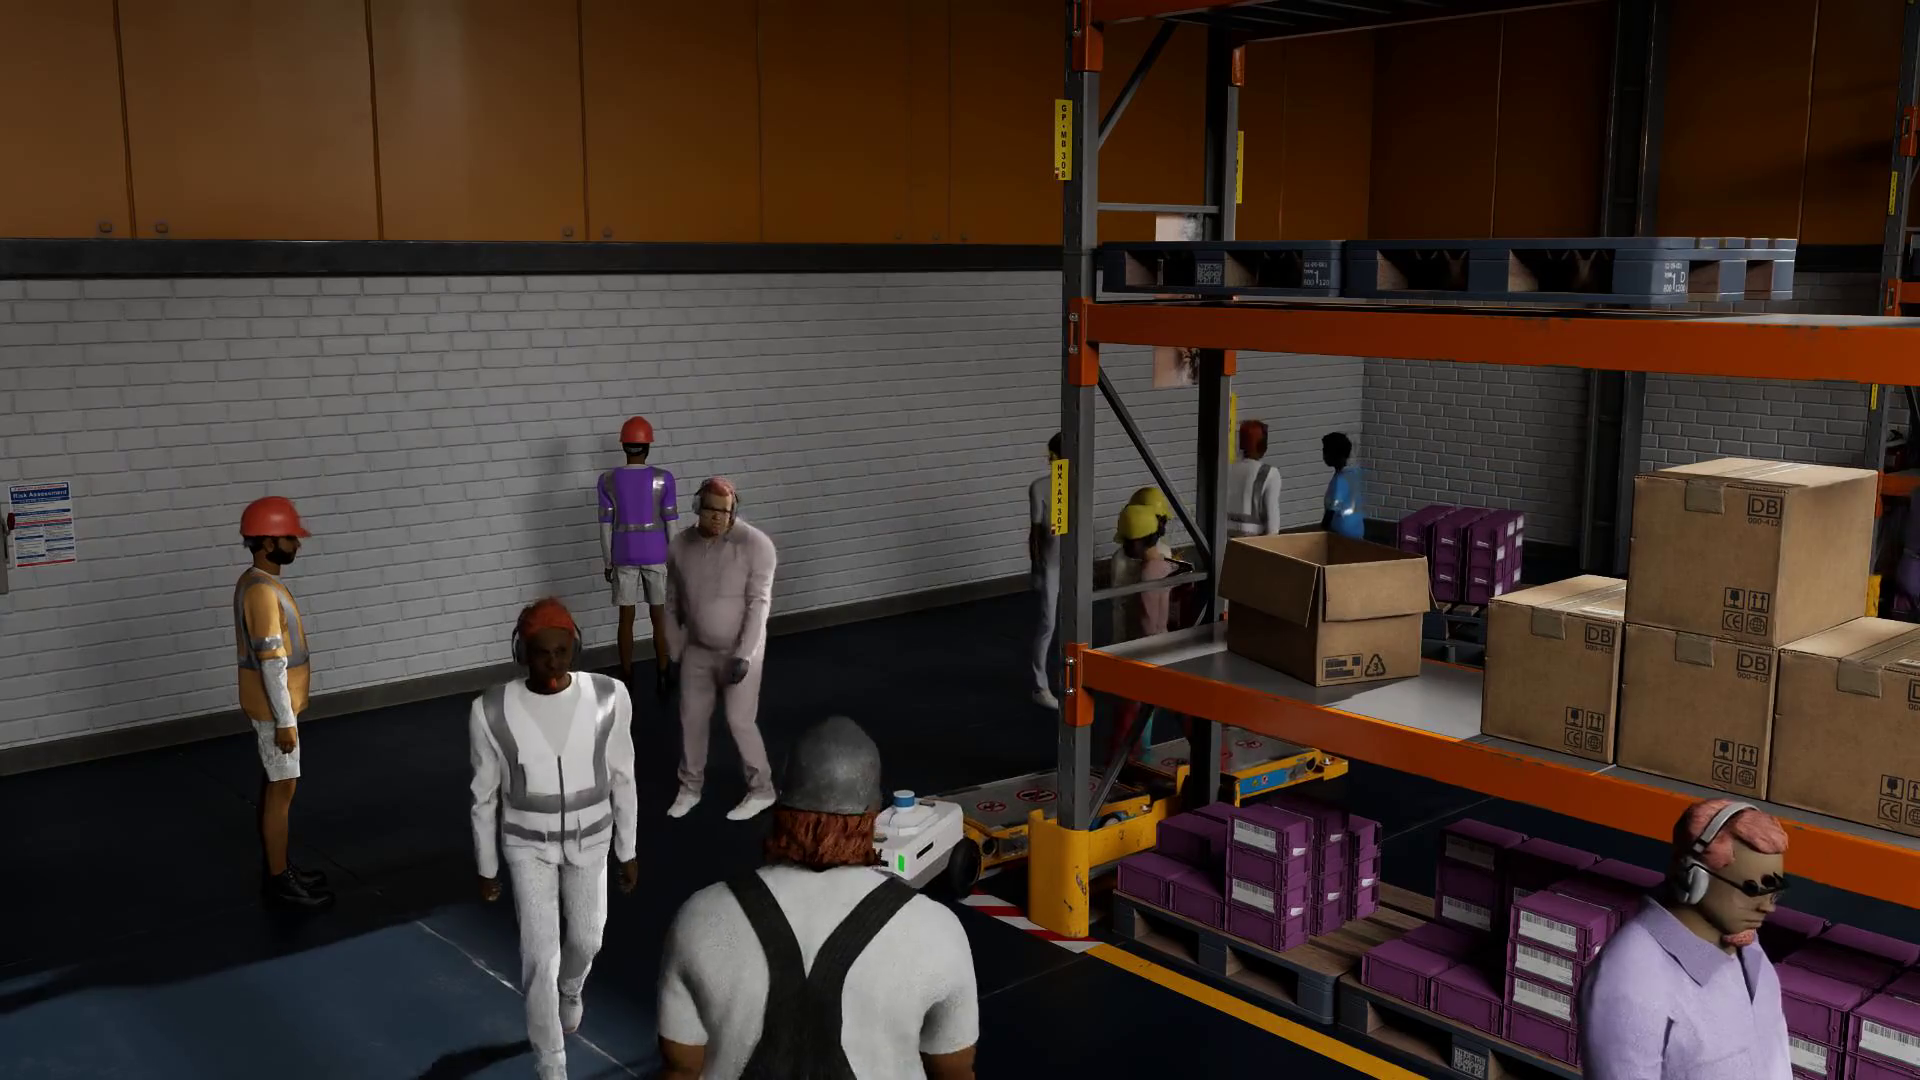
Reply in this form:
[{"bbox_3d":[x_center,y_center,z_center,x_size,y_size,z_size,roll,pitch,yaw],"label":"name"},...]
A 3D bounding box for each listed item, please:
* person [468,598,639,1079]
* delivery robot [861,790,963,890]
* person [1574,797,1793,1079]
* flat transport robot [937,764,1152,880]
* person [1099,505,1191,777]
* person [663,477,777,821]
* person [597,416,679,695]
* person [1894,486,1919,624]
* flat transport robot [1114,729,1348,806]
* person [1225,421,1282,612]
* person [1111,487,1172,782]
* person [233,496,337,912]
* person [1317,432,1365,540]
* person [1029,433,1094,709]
[{"bbox_3d":[-1.484,1.090,6.065,0.580,1.859,0.849,-4,10,-21],"label":"person"},{"bbox_3d":[-0.261,1.406,7.719,0.477,0.478,0.707,4,11,24],"label":"delivery robot"},{"bbox_3d":[1.584,1.480,3.631,0.637,1.901,0.403,-9,13,-44],"label":"person"},{"bbox_3d":[0.340,1.436,8.648,1.431,0.197,0.652,-7,12,-34],"label":"flat transport robot"},{"bbox_3d":[1.058,0.638,9.154,0.921,1.701,0.587,4,11,24],"label":"person"},{"bbox_3d":[-1.304,0.592,8.896,0.657,1.875,0.430,3,10,17],"label":"person"},{"bbox_3d":[-2.213,0.114,11.512,0.545,1.938,0.357,-1,10,-4],"label":"person"},{"bbox_3d":[6.205,0.301,10.624,0.461,1.872,0.693,2,10,10],"label":"person"},{"bbox_3d":[1.494,1.293,9.481,1.431,0.197,0.652,-7,12,-37],"label":"flat transport robot"},{"bbox_3d":[2.167,0.041,12.231,0.606,1.832,0.951,9,13,43],"label":"person"},{"bbox_3d":[1.033,0.578,9.302,0.312,1.768,0.529,8,12,38],"label":"person"},{"bbox_3d":[-3.163,0.757,7.748,0.355,1.938,0.544,-5,11,-26],"label":"person"},{"bbox_3d":[2.994,-0.029,13.184,0.875,1.640,0.543,2,10,13],"label":"person"},{"bbox_3d":[0.677,0.203,11.245,0.541,1.854,0.380,-9,13,-42],"label":"person"}]
